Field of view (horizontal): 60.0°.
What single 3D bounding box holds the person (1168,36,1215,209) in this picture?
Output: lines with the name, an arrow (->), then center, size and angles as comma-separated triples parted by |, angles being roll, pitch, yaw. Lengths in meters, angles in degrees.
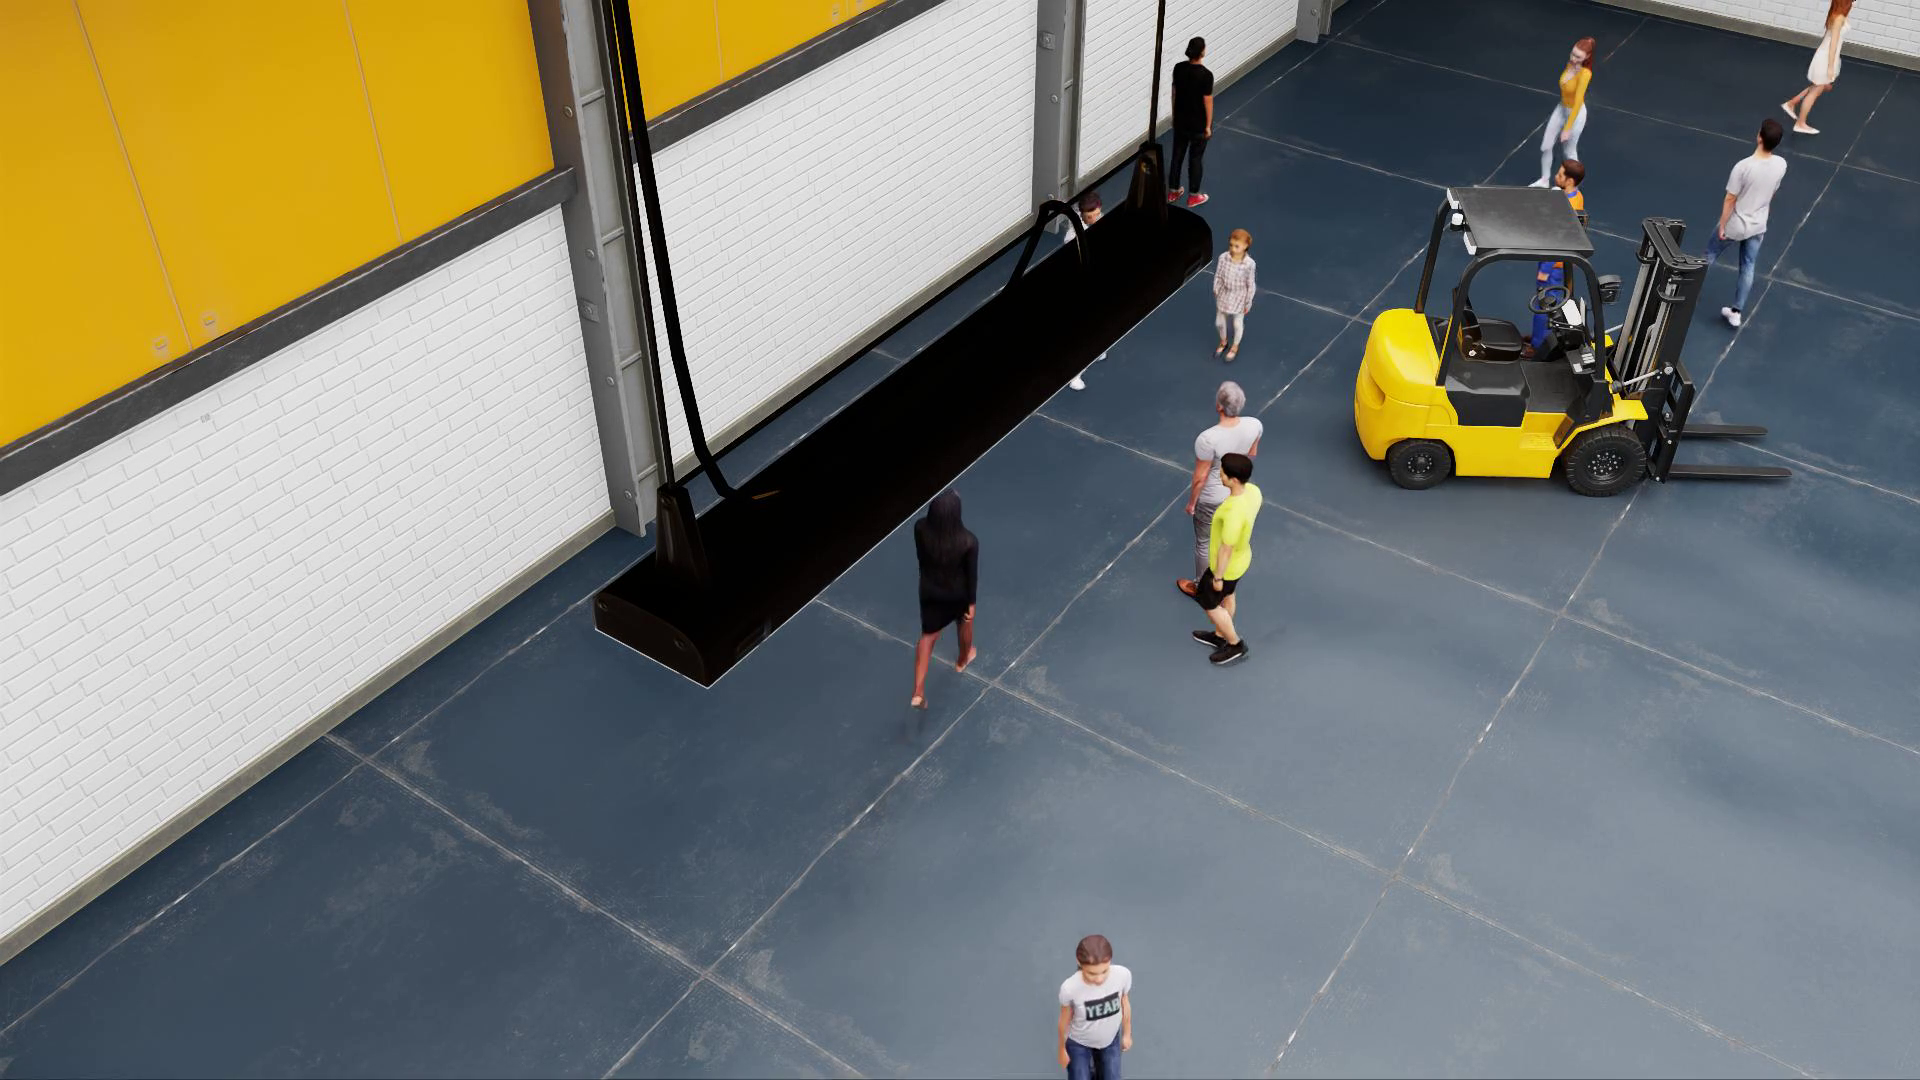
person -> 2.324, -4.218, 16.765 | 0.626, 1.758, 0.573 | 26, 45, 28

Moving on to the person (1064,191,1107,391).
person -> 1.013, -2.151, 14.064 | 0.919, 1.898, 0.545 | 14, 41, 17

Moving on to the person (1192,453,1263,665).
person -> 1.872, 0.117, 11.382 | 0.739, 1.701, 0.659 | 15, 41, 18

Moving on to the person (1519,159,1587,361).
person -> 5.161, -2.427, 14.438 | 0.790, 1.864, 0.629 | 14, 41, 16

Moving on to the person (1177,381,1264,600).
person -> 1.859, -0.336, 11.844 | 0.669, 1.833, 0.828 | -19, 42, -23

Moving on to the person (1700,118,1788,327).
person -> 7.083, -2.809, 14.924 | 1.108, 1.853, 1.239 | -2, 39, -2

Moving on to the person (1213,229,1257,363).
person -> 2.439, -2.176, 14.577 | 0.571, 1.298, 0.514 | 17, 42, 21

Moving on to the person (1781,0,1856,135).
person -> 9.331, -5.248, 18.100 | 0.659, 1.701, 0.652 | 19, 42, 22

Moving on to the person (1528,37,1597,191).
person -> 6.238, -4.278, 16.880 | 0.912, 1.707, 0.835 | -5, 39, -6

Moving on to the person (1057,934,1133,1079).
person -> 0.657, 2.482, 8.543 | 0.708, 1.548, 0.768 | -9, 39, -11

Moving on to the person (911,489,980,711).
person -> -0.135, 0.404, 11.029 | 0.824, 1.694, 1.174 | 12, 40, 15
